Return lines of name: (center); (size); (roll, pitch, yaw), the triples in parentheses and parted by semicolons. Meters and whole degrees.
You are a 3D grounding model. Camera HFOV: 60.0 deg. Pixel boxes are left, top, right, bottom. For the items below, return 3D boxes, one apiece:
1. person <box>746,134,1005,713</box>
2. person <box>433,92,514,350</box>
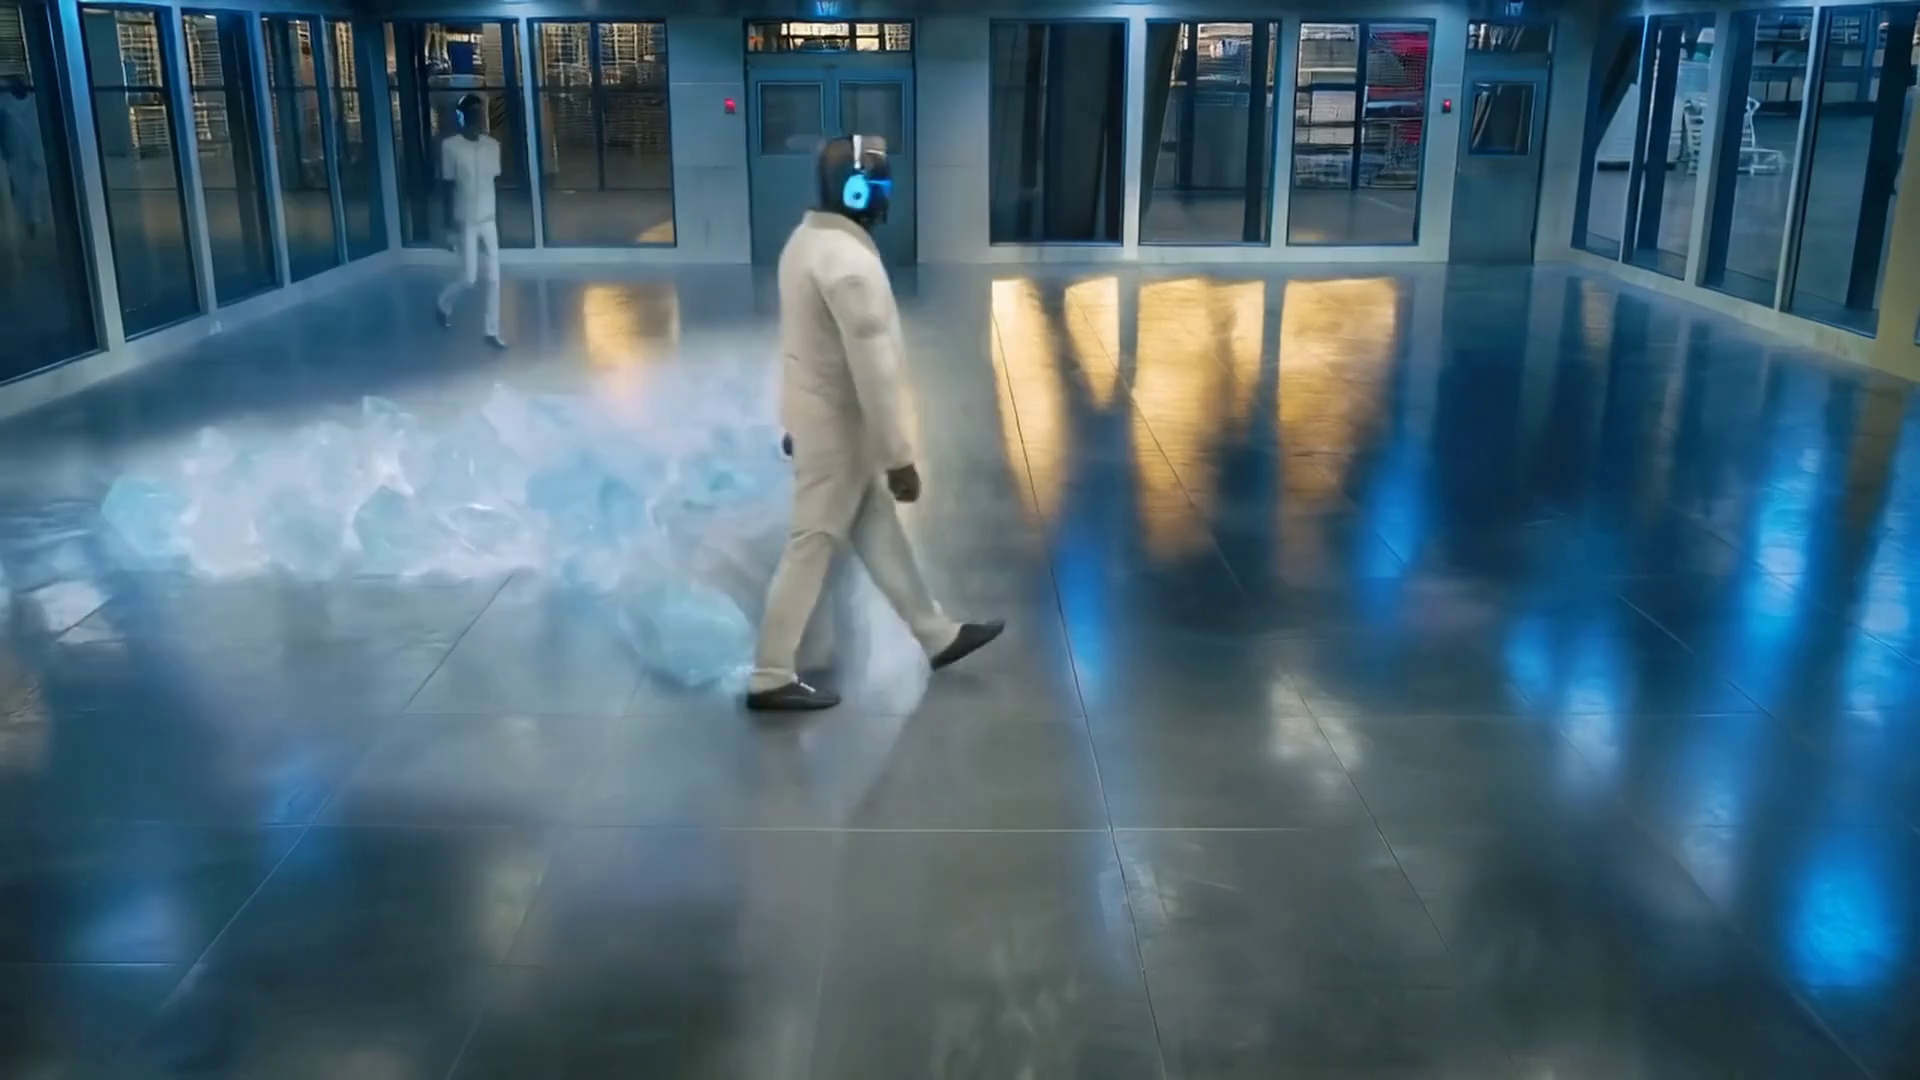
person: (-0.285, -0.359, 5.412); (0.992, 1.854, 0.683); (-5, 17, -16)
person: (-3.569, -2.310, 12.090); (0.654, 1.849, 0.545); (12, 20, 35)
